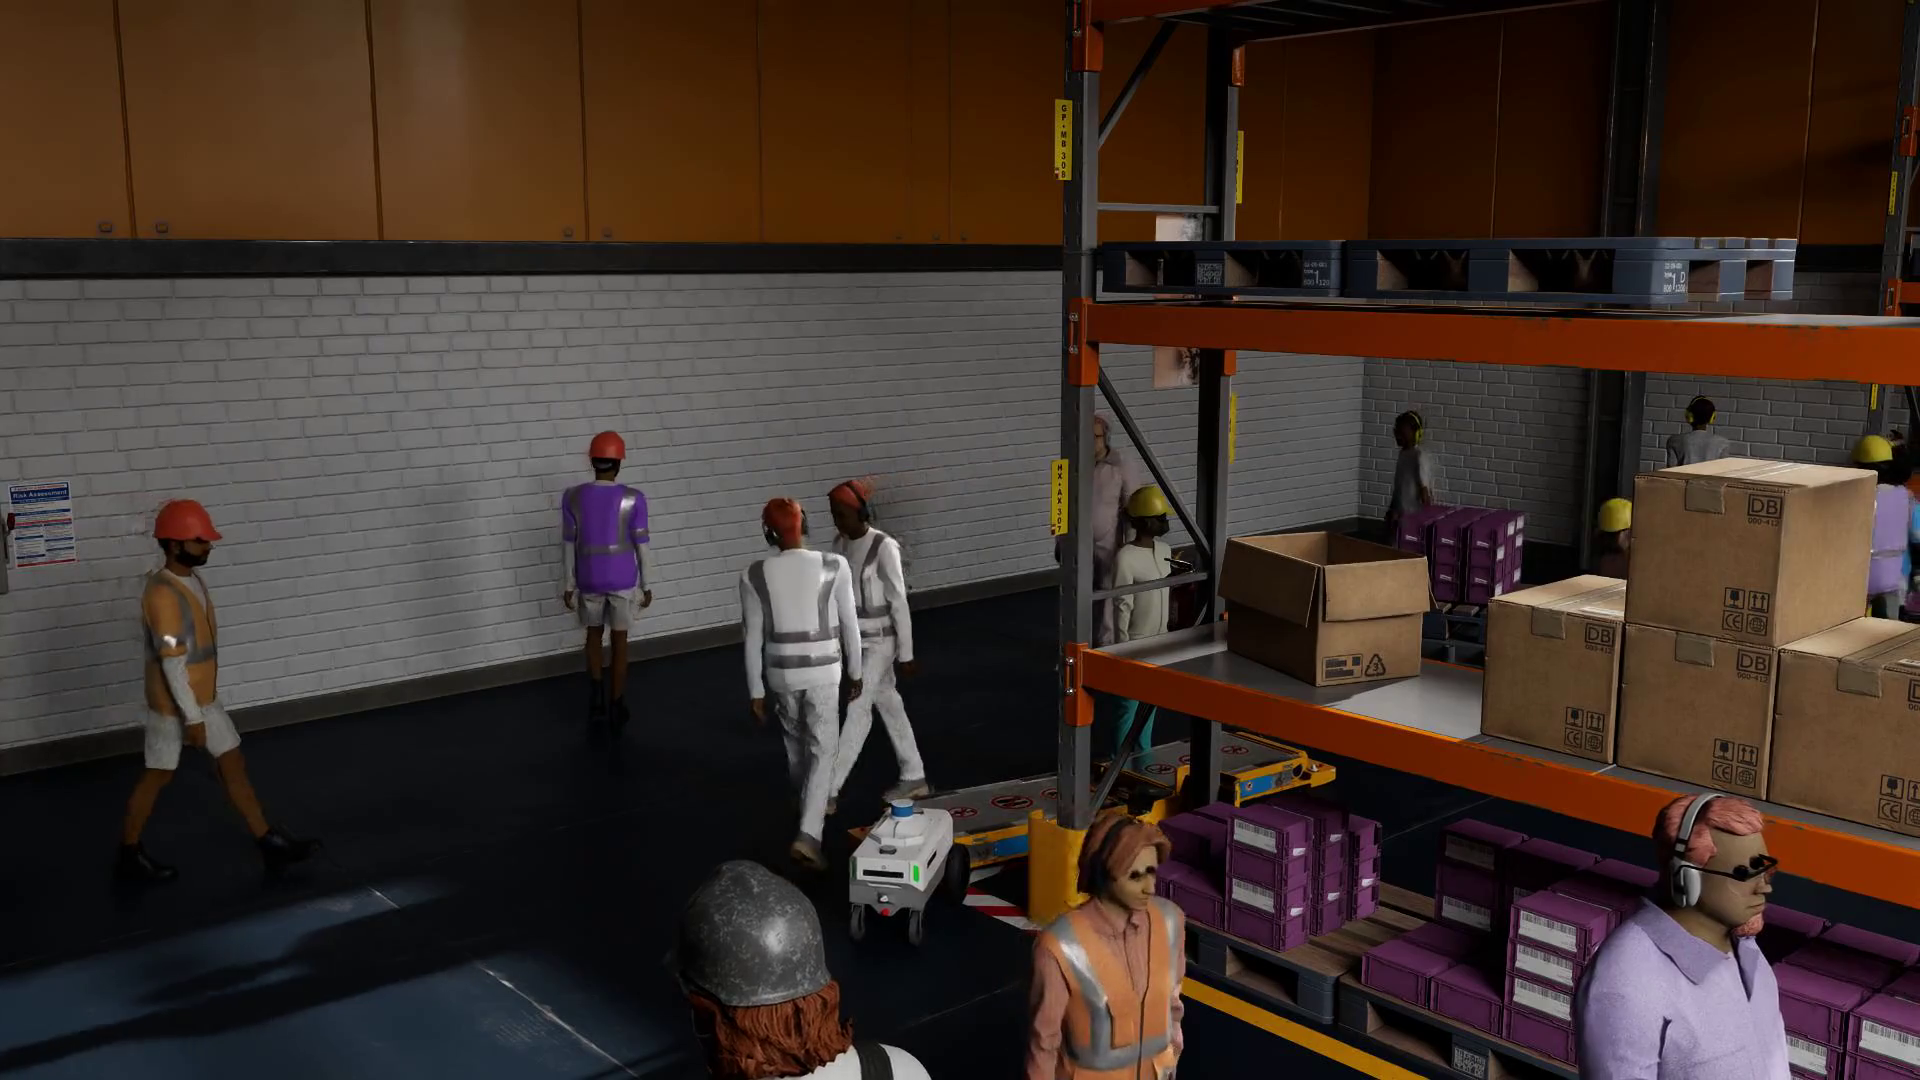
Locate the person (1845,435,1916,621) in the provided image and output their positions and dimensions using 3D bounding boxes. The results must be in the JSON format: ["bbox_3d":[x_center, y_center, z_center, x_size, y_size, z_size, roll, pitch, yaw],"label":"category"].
[{"bbox_3d":[5.944,0.253,10.854,0.597,1.889,0.938,-3,10,-15],"label":"person"}]

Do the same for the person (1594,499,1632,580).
[{"bbox_3d":[3.663,0.637,9.044,0.517,1.732,0.565,-3,10,-20],"label":"person"}]

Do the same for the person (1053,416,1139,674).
[{"bbox_3d":[0.957,0.047,12.067,0.670,1.873,0.854,3,10,17],"label":"person"}]

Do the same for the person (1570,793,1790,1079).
[{"bbox_3d":[1.581,1.475,3.631,0.639,1.911,0.406,-10,14,-44],"label":"person"}]

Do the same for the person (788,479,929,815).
[{"bbox_3d":[-0.552,0.584,9.046,0.941,1.832,0.587,-6,11,-31],"label":"person"}]

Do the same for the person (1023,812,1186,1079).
[{"bbox_3d":[0.331,1.476,4.467,0.536,1.615,0.651,-7,12,-35],"label":"person"}]

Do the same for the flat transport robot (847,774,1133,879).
[{"bbox_3d":[0.202,1.453,8.547,1.431,0.197,0.652,-5,11,-29],"label":"flat transport robot"}]

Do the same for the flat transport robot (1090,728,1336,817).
[{"bbox_3d":[1.392,1.313,9.366,1.431,0.197,0.652,-7,12,-36],"label":"flat transport robot"}]

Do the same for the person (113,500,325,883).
[{"bbox_3d":[-3.669,0.742,7.996,1.008,1.879,0.571,-1,10,-4],"label":"person"}]

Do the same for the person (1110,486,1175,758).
[{"bbox_3d":[1.032,0.575,9.303,0.296,1.772,0.533,8,12,38],"label":"person"}]

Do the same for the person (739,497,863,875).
[{"bbox_3d":[-0.804,0.711,8.314,0.608,1.841,0.914,0,10,3],"label":"person"}]

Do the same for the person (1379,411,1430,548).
[{"bbox_3d":[3.509,-0.132,13.316,0.971,1.807,0.582,0,10,2],"label":"person"}]

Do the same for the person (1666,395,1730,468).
[{"bbox_3d":[6.176,-0.279,14.000,0.518,1.877,0.326,3,10,18],"label":"person"}]

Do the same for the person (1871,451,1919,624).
[{"bbox_3d":[6.753,0.195,11.823,0.730,1.664,0.537,2,10,11],"label":"person"}]

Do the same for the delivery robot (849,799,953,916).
[{"bbox_3d":[-0.262,1.428,7.588,0.477,0.478,0.707,2,10,12],"label":"delivery robot"}]

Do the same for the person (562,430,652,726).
[{"bbox_3d":[-2.272,0.248,10.777,0.564,1.917,0.410,0,10,0],"label":"person"}]
